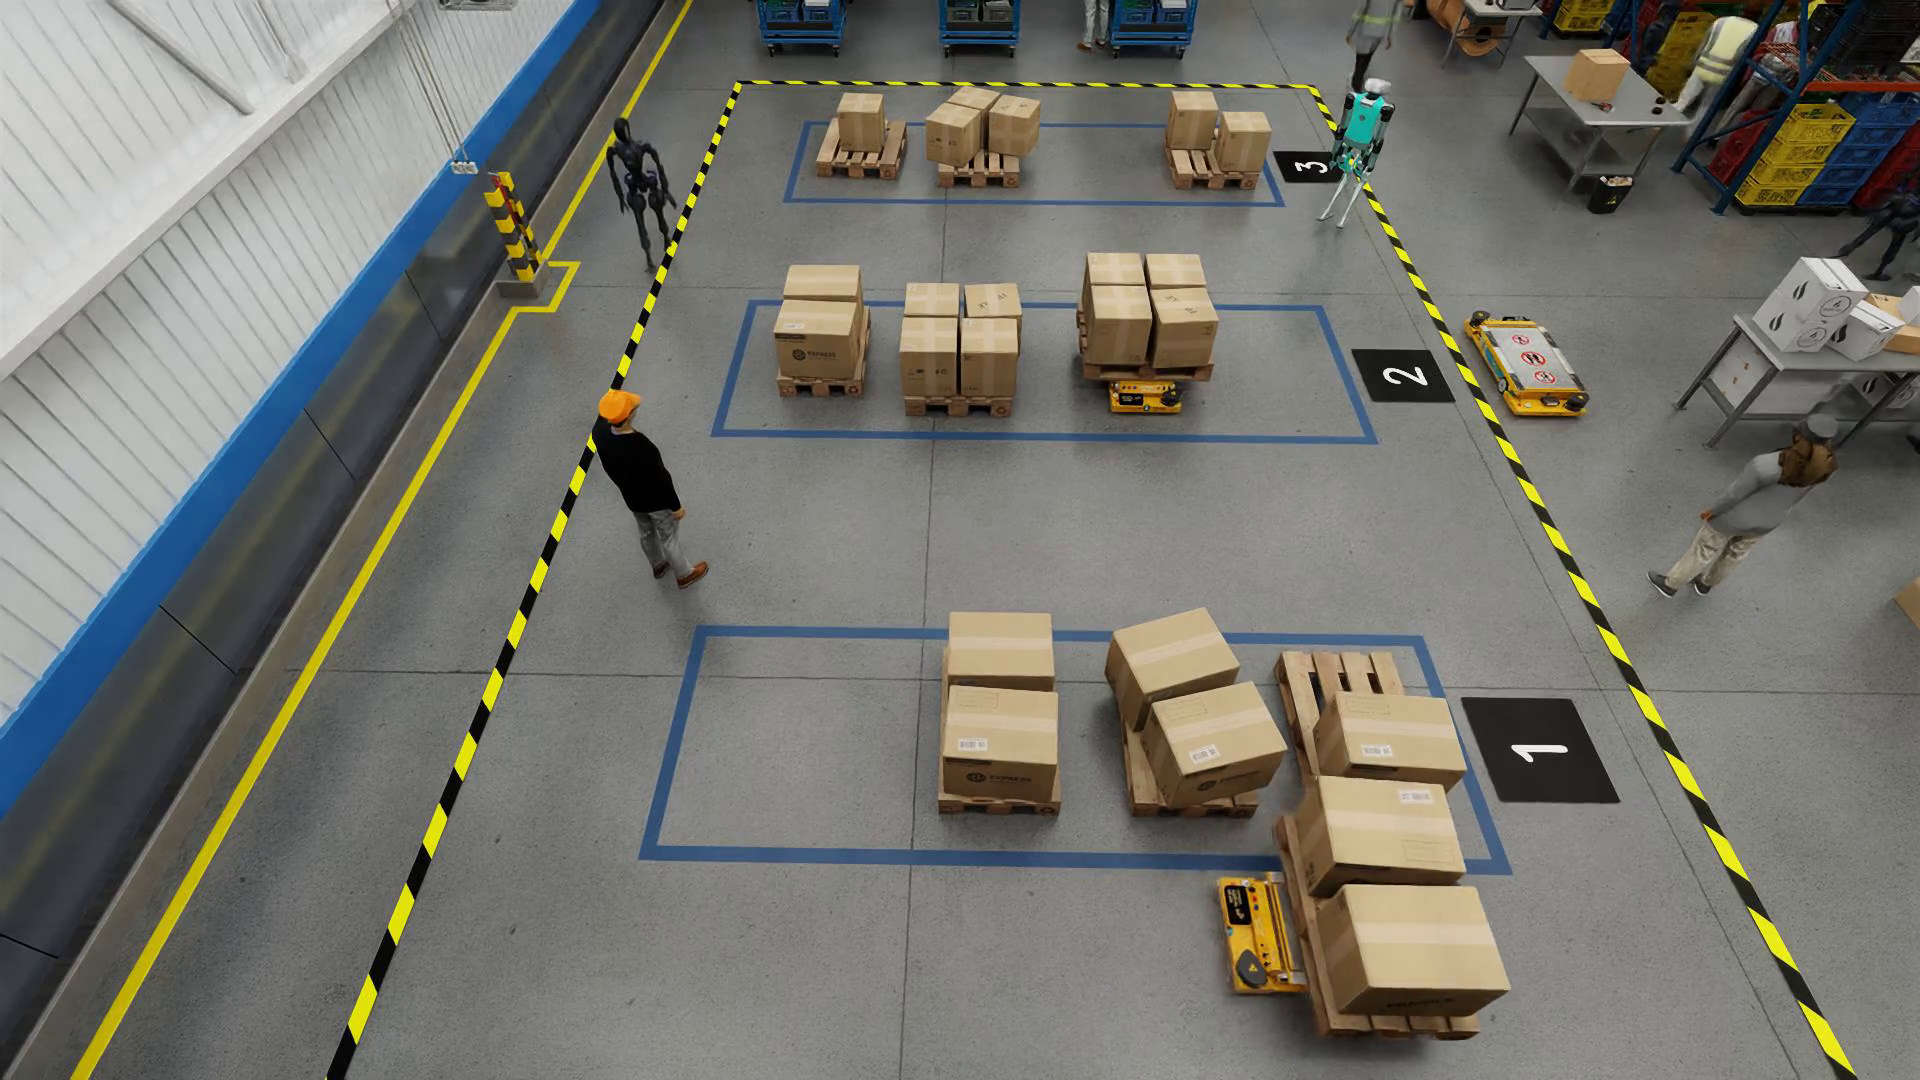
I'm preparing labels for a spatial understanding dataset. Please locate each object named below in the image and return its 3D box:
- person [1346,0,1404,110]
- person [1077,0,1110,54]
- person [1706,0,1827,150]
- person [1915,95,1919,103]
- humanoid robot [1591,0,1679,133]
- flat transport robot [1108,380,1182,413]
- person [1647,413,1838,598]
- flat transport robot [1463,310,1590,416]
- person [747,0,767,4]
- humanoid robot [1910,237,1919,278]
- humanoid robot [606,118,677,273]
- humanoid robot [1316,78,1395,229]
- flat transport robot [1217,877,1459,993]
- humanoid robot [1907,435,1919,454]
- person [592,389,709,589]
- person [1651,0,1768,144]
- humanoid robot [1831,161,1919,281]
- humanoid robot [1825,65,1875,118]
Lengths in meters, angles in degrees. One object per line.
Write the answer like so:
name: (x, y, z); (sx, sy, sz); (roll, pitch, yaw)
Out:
person: (5.602, -6.971, 12.551); (0.603, 1.798, 0.958); (0, 49, 0)
person: (2.053, -8.313, 13.626); (0.630, 1.935, 0.363); (-18, 52, -15)
person: (10.198, -5.809, 11.533); (0.590, 1.822, 0.404); (18, 51, 15)
person: (12.383, -5.710, 11.445); (0.987, 1.831, 0.583); (3, 49, 3)
humanoid robot: (8.893, -6.155, 11.954); (0.614, 1.632, 0.731); (-36, 58, -27)
flat transport robot: (1.773, -1.807, 9.079); (0.652, 0.197, 1.431); (1, 49, 1)
person: (5.762, -0.199, 6.717); (0.564, 1.762, 0.407); (0, 49, 0)
flat transport robot: (5.573, -1.757, 9.054); (0.659, 0.231, 1.431); (1, 49, 1)
person: (-3.420, -9.845, 14.942); (0.596, 1.958, 0.370); (5, 49, 4)
humanoid robot: (10.627, -3.521, 9.581); (0.677, 1.760, 0.543); (35, 58, 27)
humanoid robot: (-3.398, -3.731, 9.866); (0.609, 1.623, 0.789); (-7, 49, -6)
humanoid robot: (4.487, -4.355, 10.243); (0.533, 1.677, 0.735); (35, 57, 26)
flat transport robot: (2.328, 2.346, 5.484); (1.431, 0.197, 0.652); (1, 49, 1)
humanoid robot: (8.738, -1.280, 7.713); (0.583, 1.633, 0.581); (5, 49, 4)
person: (-2.293, -0.350, 6.768); (0.591, 1.882, 0.372); (23, 53, 18)
person: (9.545, -5.907, 11.635); (0.789, 1.809, 0.624); (-34, 57, -26)
humanoid robot: (9.936, -3.482, 9.660); (0.789, 1.642, 0.601); (-1, 49, -1)
humanoid robot: (11.071, -5.467, 11.280); (0.530, 1.779, 0.674); (-21, 52, -17)
